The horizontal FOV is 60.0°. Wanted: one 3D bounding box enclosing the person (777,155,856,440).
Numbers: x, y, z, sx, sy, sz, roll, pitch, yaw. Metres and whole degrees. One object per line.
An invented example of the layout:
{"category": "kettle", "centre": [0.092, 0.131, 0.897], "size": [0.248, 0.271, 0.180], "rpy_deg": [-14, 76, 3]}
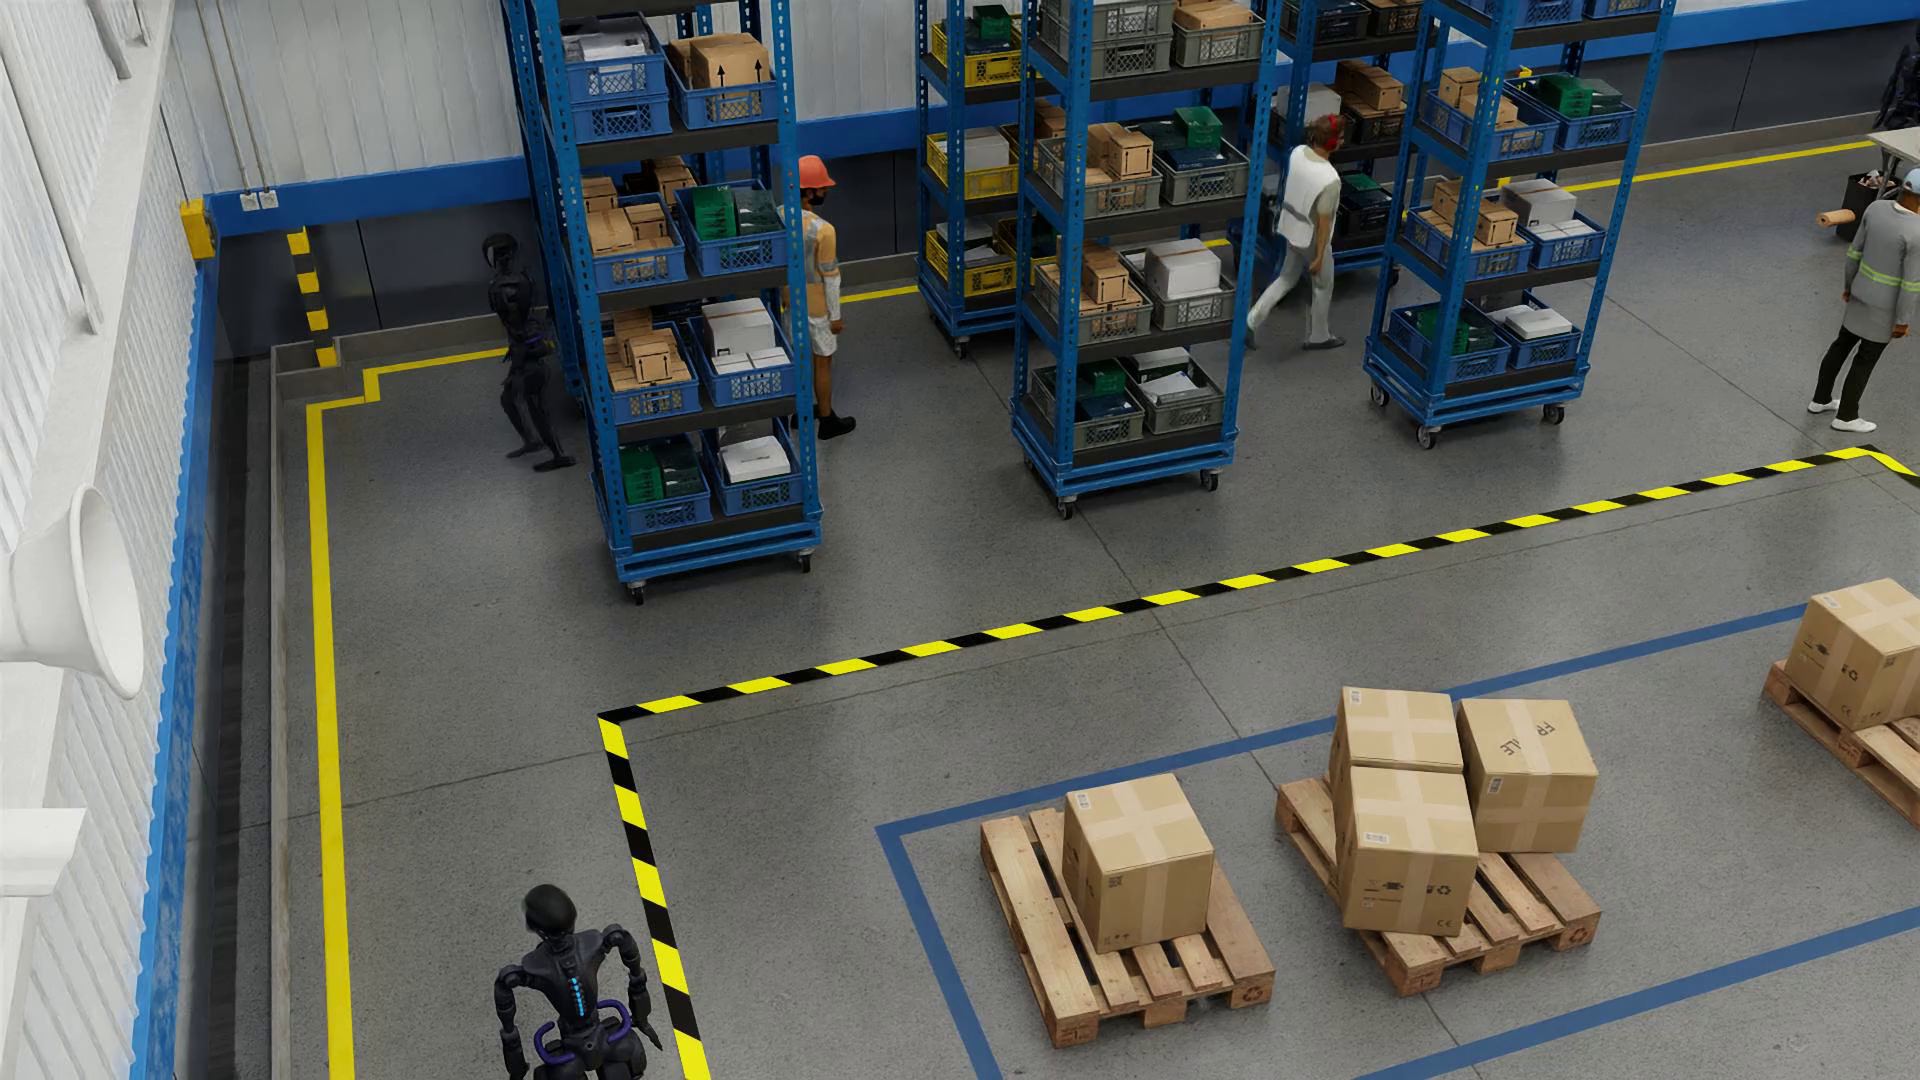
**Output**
{"category": "person", "centre": [-0.968, -1.570, 10.837], "size": [0.545, 1.934, 0.372], "rpy_deg": [26, 43, 32]}

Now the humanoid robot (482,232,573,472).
{"category": "humanoid robot", "centre": [-2.791, -1.158, 10.483], "size": [0.504, 1.646, 0.585], "rpy_deg": [-11, 37, -15]}

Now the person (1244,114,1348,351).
{"category": "person", "centre": [2.412, -2.127, 11.725], "size": [0.812, 1.819, 0.572], "rpy_deg": [-14, 37, -19]}

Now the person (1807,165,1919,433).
{"category": "person", "centre": [6.057, -1.586, 10.931], "size": [0.390, 1.850, 0.599], "rpy_deg": [-8, 36, -11]}

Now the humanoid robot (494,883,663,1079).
{"category": "humanoid robot", "centre": [-1.394, 1.893, 6.137], "size": [0.599, 1.656, 0.315], "rpy_deg": [-18, 39, -23]}

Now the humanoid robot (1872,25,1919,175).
{"category": "humanoid robot", "centre": [7.870, -3.513, 13.815], "size": [0.497, 1.645, 0.590], "rpy_deg": [-7, 36, -10]}
